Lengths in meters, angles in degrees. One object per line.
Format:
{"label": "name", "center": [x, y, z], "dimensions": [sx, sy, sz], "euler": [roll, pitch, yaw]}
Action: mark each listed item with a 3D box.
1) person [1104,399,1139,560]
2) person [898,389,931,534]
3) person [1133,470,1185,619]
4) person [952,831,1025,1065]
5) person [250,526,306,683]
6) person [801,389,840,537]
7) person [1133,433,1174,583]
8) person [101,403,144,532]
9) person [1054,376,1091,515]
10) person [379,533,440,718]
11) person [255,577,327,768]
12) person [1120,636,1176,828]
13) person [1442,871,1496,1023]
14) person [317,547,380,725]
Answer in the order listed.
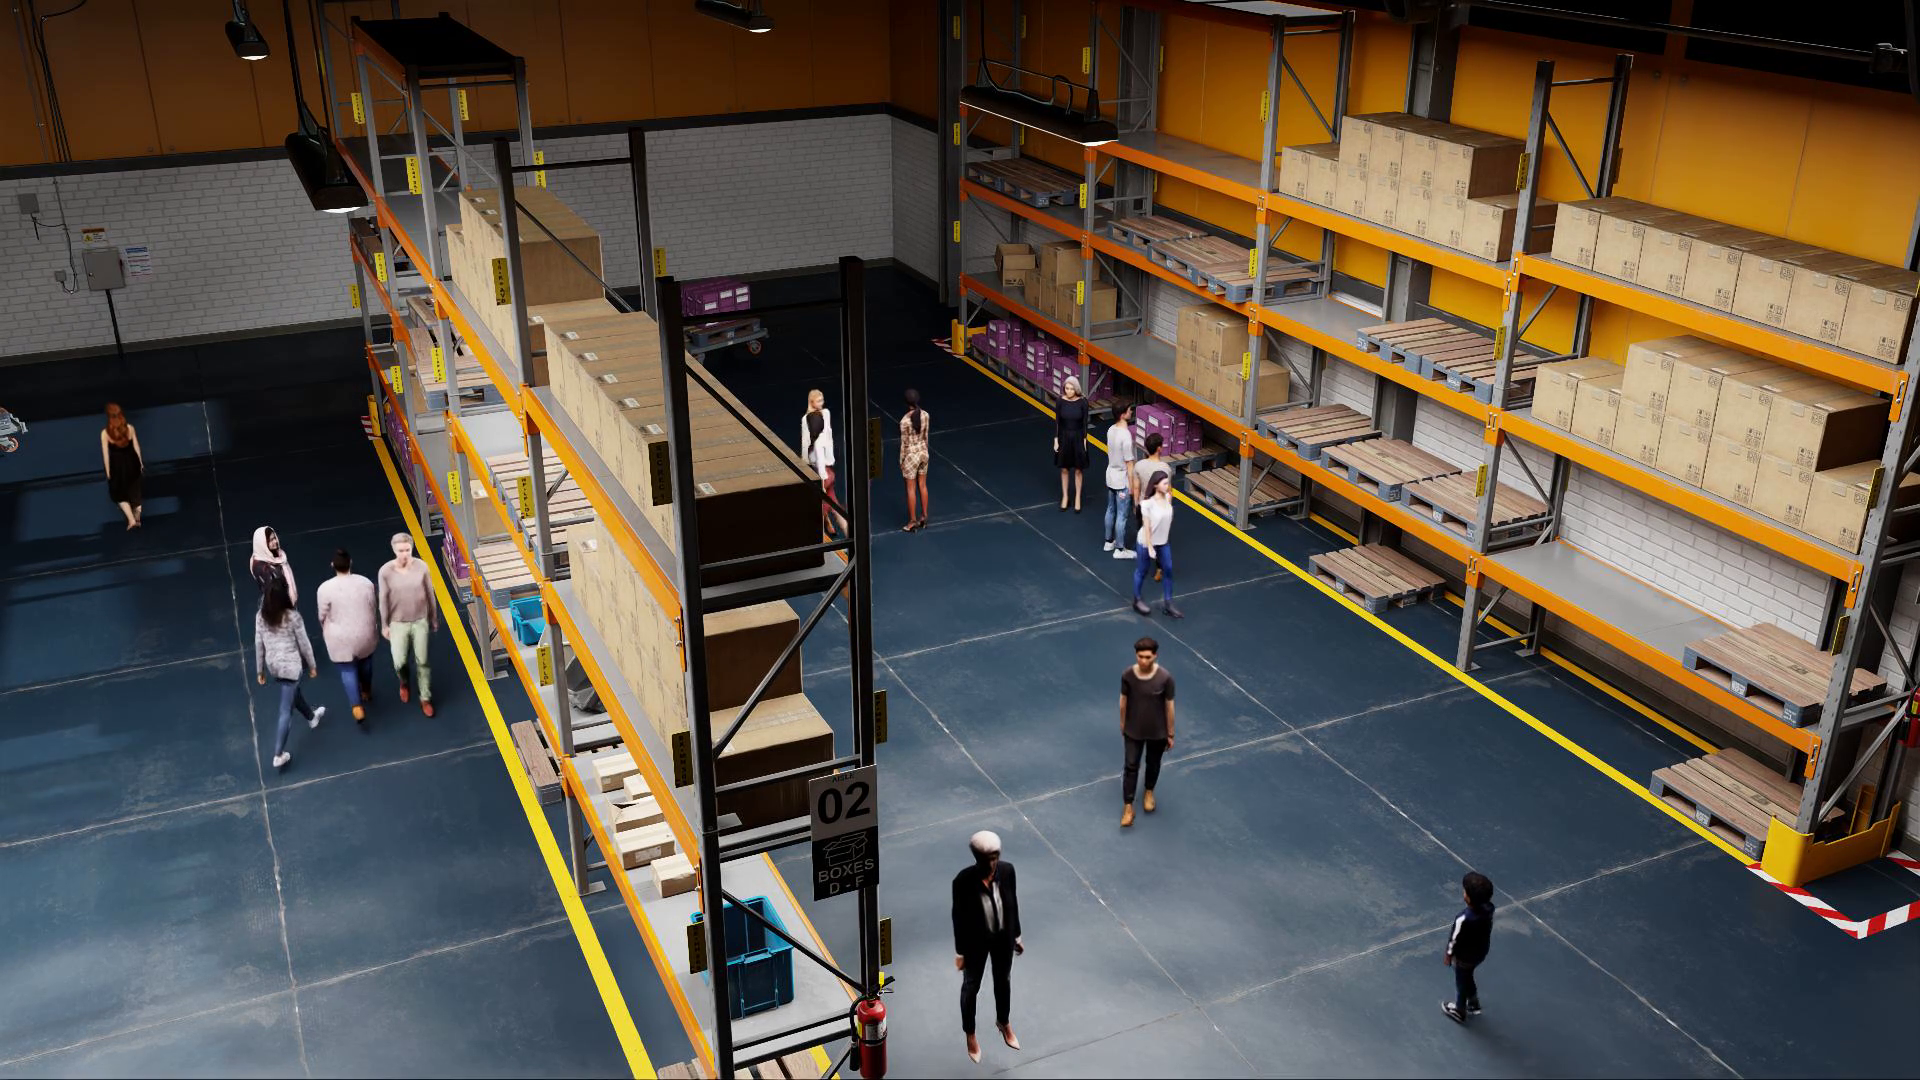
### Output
{"label": "person", "center": [1.851, -0.719, 19.186], "dimensions": [0.727, 1.889, 0.497], "euler": [-10, 25, -21]}
{"label": "person", "center": [-0.534, -0.947, 19.829], "dimensions": [0.640, 1.793, 0.631], "euler": [-19, 30, -36]}
{"label": "person", "center": [1.987, 0.030, 17.759], "dimensions": [0.721, 1.661, 0.899], "euler": [-18, 29, -35]}
{"label": "person", "center": [0.220, 2.663, 11.103], "dimensions": [0.741, 1.780, 0.597], "euler": [-8, 25, -18]}
{"label": "person", "center": [-6.766, 0.621, 16.439], "dimensions": [0.780, 1.636, 0.674], "euler": [-1, 24, -3]}
{"label": "person", "center": [-1.746, -0.924, 19.726], "dimensions": [1.110, 1.834, 0.947], "euler": [15, 28, 30]}
{"label": "person", "center": [2.150, -0.368, 18.600], "dimensions": [0.662, 1.716, 0.747], "euler": [11, 26, 24]}
{"label": "person", "center": [-9.942, -0.847, 19.824], "dimensions": [0.724, 1.613, 0.868], "euler": [-20, 31, -38]}
{"label": "person", "center": [1.369, -1.180, 20.424], "dimensions": [0.710, 1.743, 0.742], "euler": [4, 24, 9]}
{"label": "person", "center": [-5.257, 0.765, 15.830], "dimensions": [0.677, 1.858, 0.762], "euler": [-10, 26, -22]}
{"label": "person", "center": [-6.131, 1.227, 15.015], "dimensions": [1.087, 1.665, 1.290], "euler": [3, 24, 8]}
{"label": "person", "center": [1.606, 1.556, 14.231], "dimensions": [0.908, 1.690, 1.009], "euler": [3, 24, 8]}
{"label": "person", "center": [3.633, 2.903, 11.738], "dimensions": [0.567, 1.218, 0.558], "euler": [-16, 28, -32]}
{"label": "person", "center": [-5.741, 0.916, 15.671], "dimensions": [0.670, 1.710, 1.041], "euler": [-11, 26, -24]}
